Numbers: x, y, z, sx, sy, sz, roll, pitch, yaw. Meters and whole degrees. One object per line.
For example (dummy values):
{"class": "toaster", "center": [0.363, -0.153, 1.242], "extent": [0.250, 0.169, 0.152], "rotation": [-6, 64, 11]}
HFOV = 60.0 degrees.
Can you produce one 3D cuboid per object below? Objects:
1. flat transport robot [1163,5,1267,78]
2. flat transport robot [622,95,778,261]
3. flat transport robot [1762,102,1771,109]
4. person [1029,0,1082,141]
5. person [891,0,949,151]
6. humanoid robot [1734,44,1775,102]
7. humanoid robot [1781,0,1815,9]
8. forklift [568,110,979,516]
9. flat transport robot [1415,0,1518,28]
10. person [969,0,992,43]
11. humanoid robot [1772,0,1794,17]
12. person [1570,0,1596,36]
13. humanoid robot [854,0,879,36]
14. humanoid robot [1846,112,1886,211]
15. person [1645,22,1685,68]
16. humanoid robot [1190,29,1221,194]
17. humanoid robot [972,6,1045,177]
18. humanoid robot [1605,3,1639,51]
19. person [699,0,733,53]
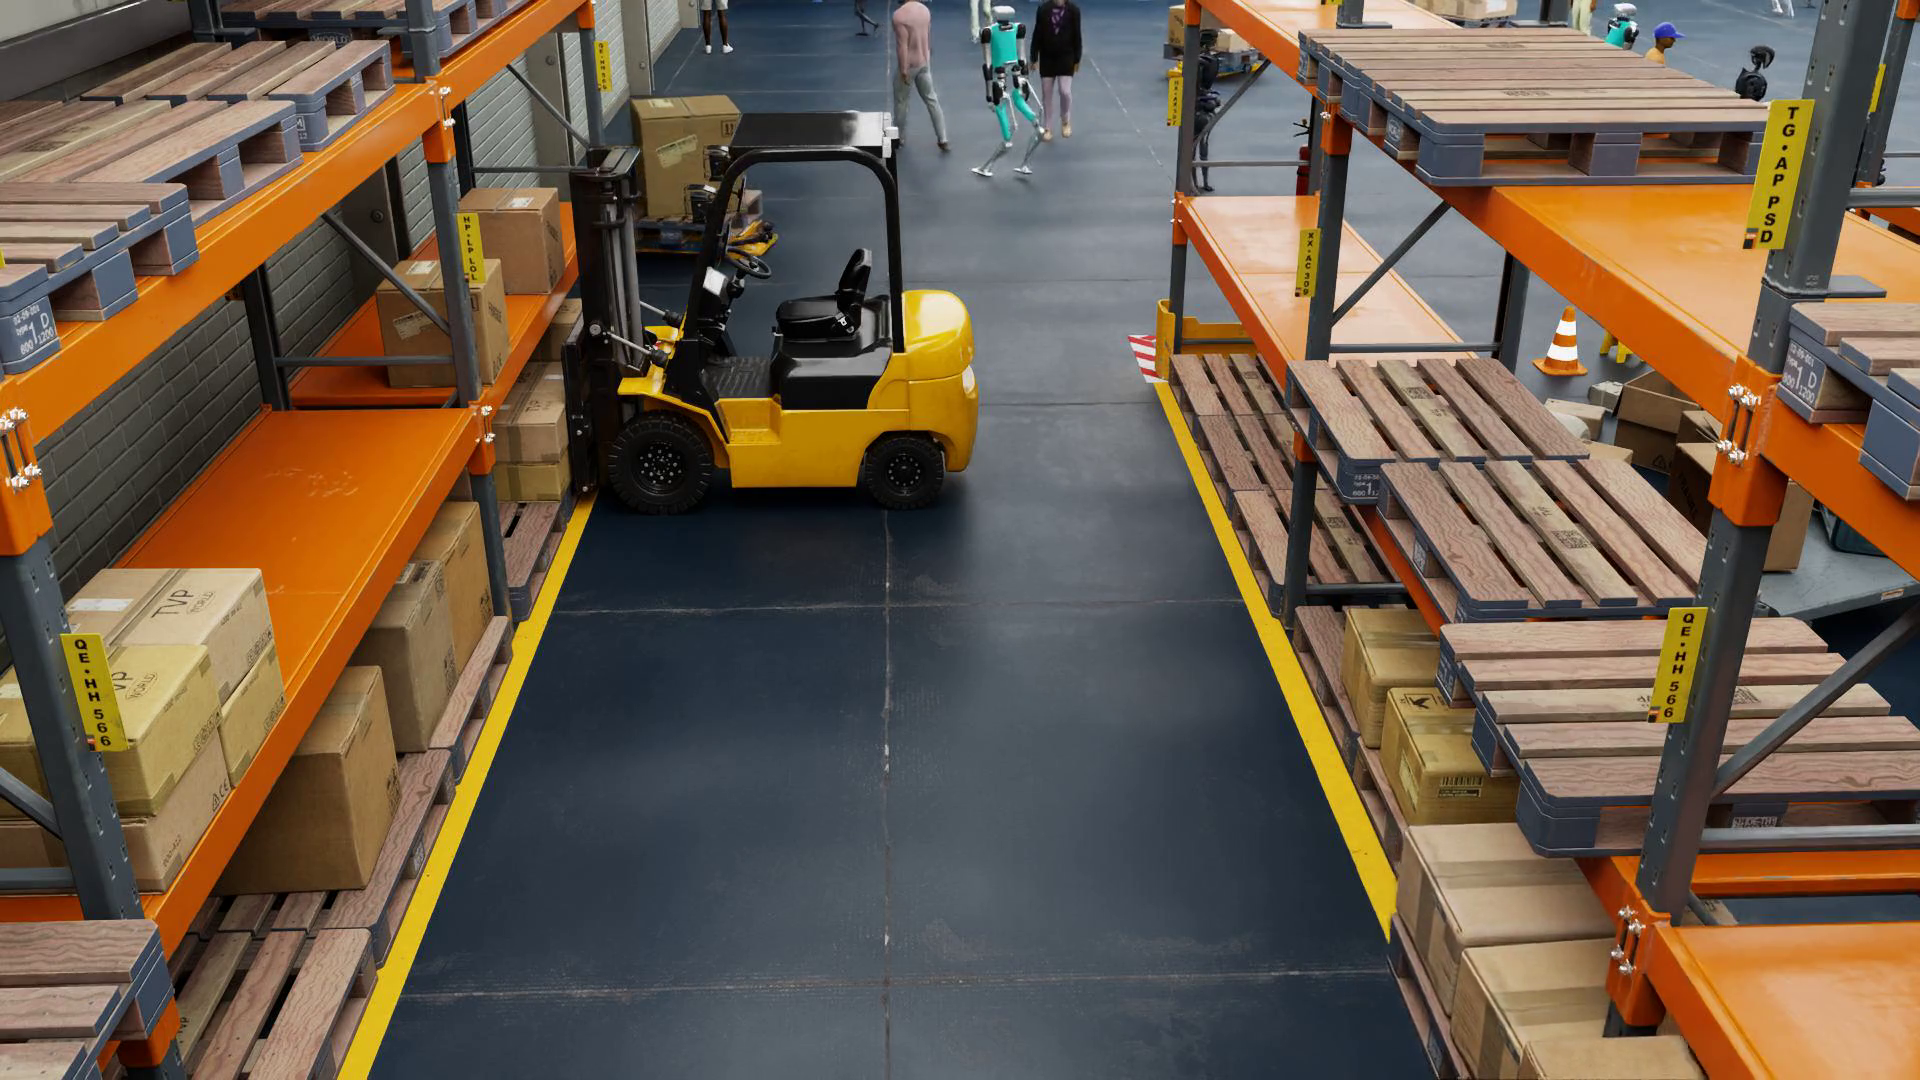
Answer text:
{"class": "flat transport robot", "center": [3.611, -6.680, 23.450], "extent": [0.659, 0.231, 1.431], "rotation": [22, 33, 39]}
{"class": "flat transport robot", "center": [-2.438, -2.749, 15.124], "extent": [1.431, 0.231, 0.659], "rotation": [4, 26, 9]}
{"class": "flat transport robot", "center": [8.633, -3.989, 17.752], "extent": [0.659, 0.231, 1.431], "rotation": [22, 33, 38]}
{"class": "person", "center": [1.092, -5.524, 19.160], "extent": [0.587, 1.841, 0.441], "rotation": [6, 26, 13]}
{"class": "person", "center": [-0.500, -5.326, 18.733], "extent": [0.802, 1.915, 0.667], "rotation": [19, 31, 35]}
{"class": "humanoid robot", "center": [7.478, -3.947, 16.027], "extent": [0.394, 1.637, 0.590], "rotation": [11, 27, 21]}
{"class": "humanoid robot", "center": [14.984, -10.316, 29.546], "extent": [0.612, 1.625, 0.763], "rotation": [-21, 33, -38]}
{"class": "forklift", "center": [-1.043, -1.379, 9.976], "extent": [2.313, 2.155, 1.214], "rotation": [-1, 25, -2]}
{"class": "flat transport robot", "center": [7.879, -7.971, 26.183], "extent": [1.431, 0.231, 0.659], "rotation": [-16, 30, -30]}
{"class": "person", "center": [0.322, -8.692, 26.000], "extent": [0.561, 1.727, 0.576], "rotation": [4, 26, 9]}
{"class": "humanoid robot", "center": [14.174, -9.837, 28.465], "extent": [0.539, 1.811, 0.757], "rotation": [-13, 28, -25]}
{"class": "person", "center": [8.908, -7.685, 23.682], "extent": [0.385, 1.890, 0.544], "rotation": [-6, 26, -13]}
{"class": "humanoid robot", "center": [-1.490, -8.849, 26.394], "extent": [0.459, 1.636, 0.611], "rotation": [11, 27, 22]}
{"class": "humanoid robot", "center": [7.513, -2.965, 13.918], "extent": [0.315, 1.657, 0.599], "rotation": [-1, 25, -1]}
{"class": "person", "center": [6.993, -4.346, 16.810], "extent": [0.368, 1.717, 0.458], "rotation": [7, 26, 14]}
{"class": "humanoid robot", "center": [2.452, -4.362, 16.882], "extent": [0.328, 1.652, 0.583], "rotation": [9, 27, 19]}
{"class": "humanoid robot", "center": [0.568, -4.624, 17.382], "extent": [0.572, 1.762, 0.826], "rotation": [-13, 28, -26]}
{"class": "humanoid robot", "center": [6.673, -4.717, 17.693], "extent": [0.778, 1.896, 0.563], "rotation": [-2, 25, -4]}
{"class": "person", "center": [-3.712, -8.286, 24.943], "extent": [0.555, 1.897, 0.360], "rotation": [-1, 25, -2]}
